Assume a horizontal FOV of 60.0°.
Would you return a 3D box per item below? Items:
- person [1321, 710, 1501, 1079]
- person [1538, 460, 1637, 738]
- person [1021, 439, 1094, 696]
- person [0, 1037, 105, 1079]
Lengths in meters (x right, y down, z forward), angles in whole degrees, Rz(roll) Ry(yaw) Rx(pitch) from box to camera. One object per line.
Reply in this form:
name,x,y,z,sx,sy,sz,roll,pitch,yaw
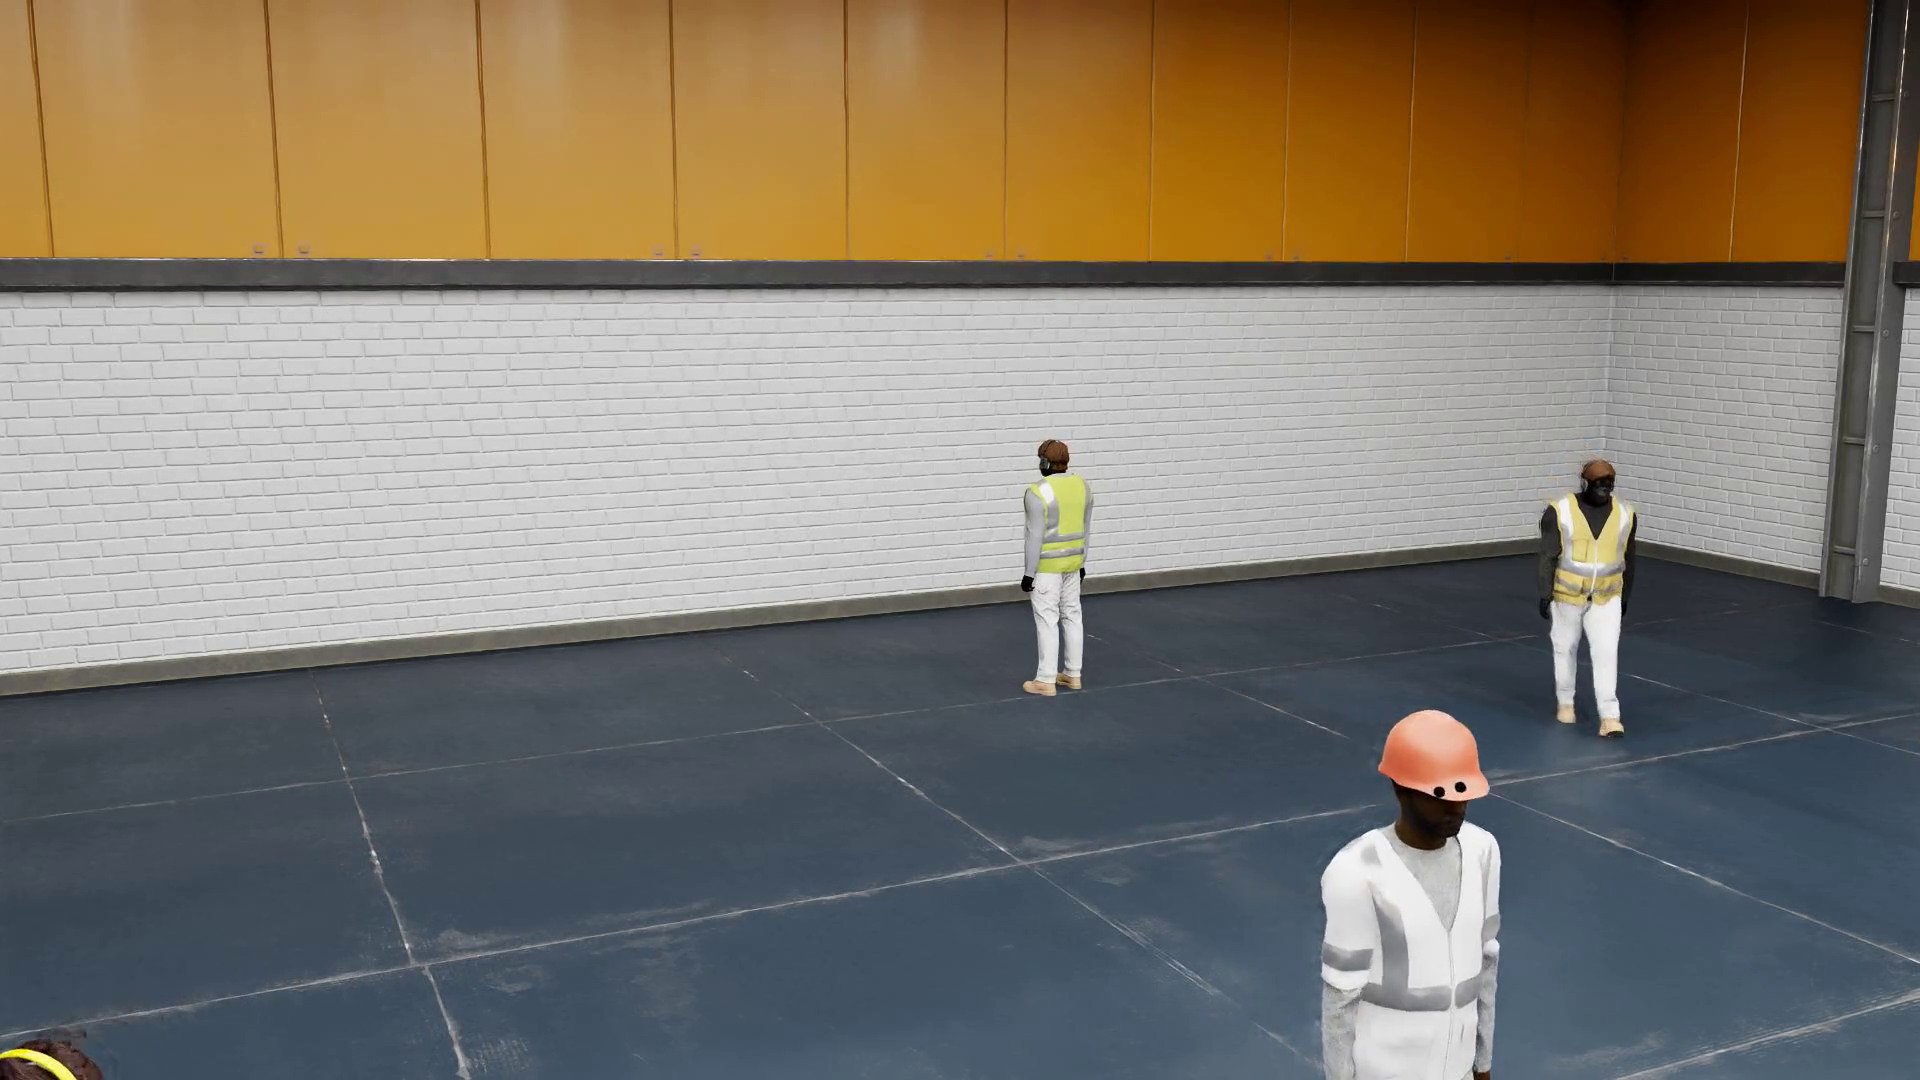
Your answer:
person,1.178,1.362,4.498,0.552,1.919,0.651,-4,10,-25
person,4.122,0.383,10.914,0.645,1.798,0.915,1,9,9
person,0.671,0.194,11.984,0.634,1.841,0.429,-8,12,-42
person,-1.394,1.671,2.800,0.527,1.856,0.530,1,9,7
